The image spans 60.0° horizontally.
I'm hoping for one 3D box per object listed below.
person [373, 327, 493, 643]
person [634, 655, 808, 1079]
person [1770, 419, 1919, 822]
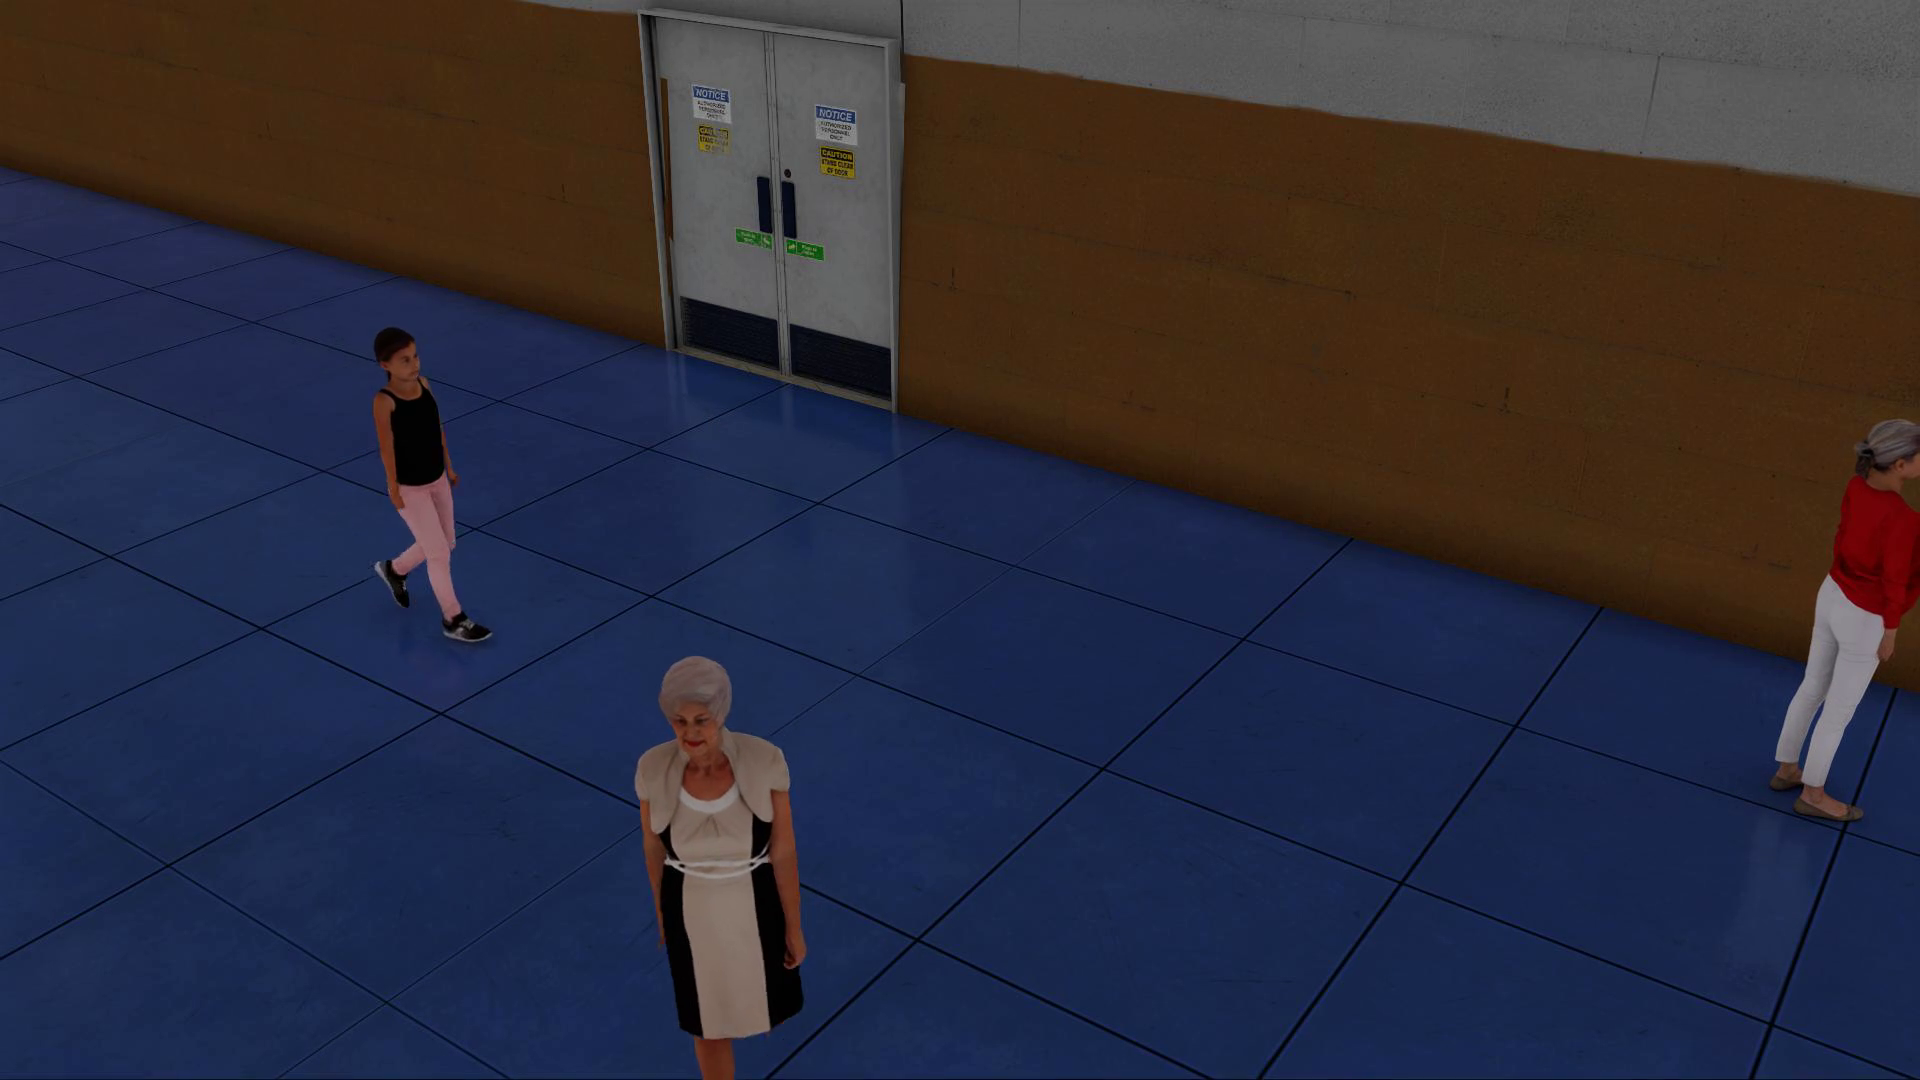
[{"bbox_3d":[-2.593,-0.270,7.830,0.712,1.546,0.921,11,29,20],"label":"person"},{"bbox_3d":[-0.677,1.075,4.975,0.955,1.731,1.057,-1,27,-2],"label":"person"},{"bbox_3d":[3.502,0.312,6.522,0.711,1.693,0.641,-2,27,-3],"label":"person"}]
